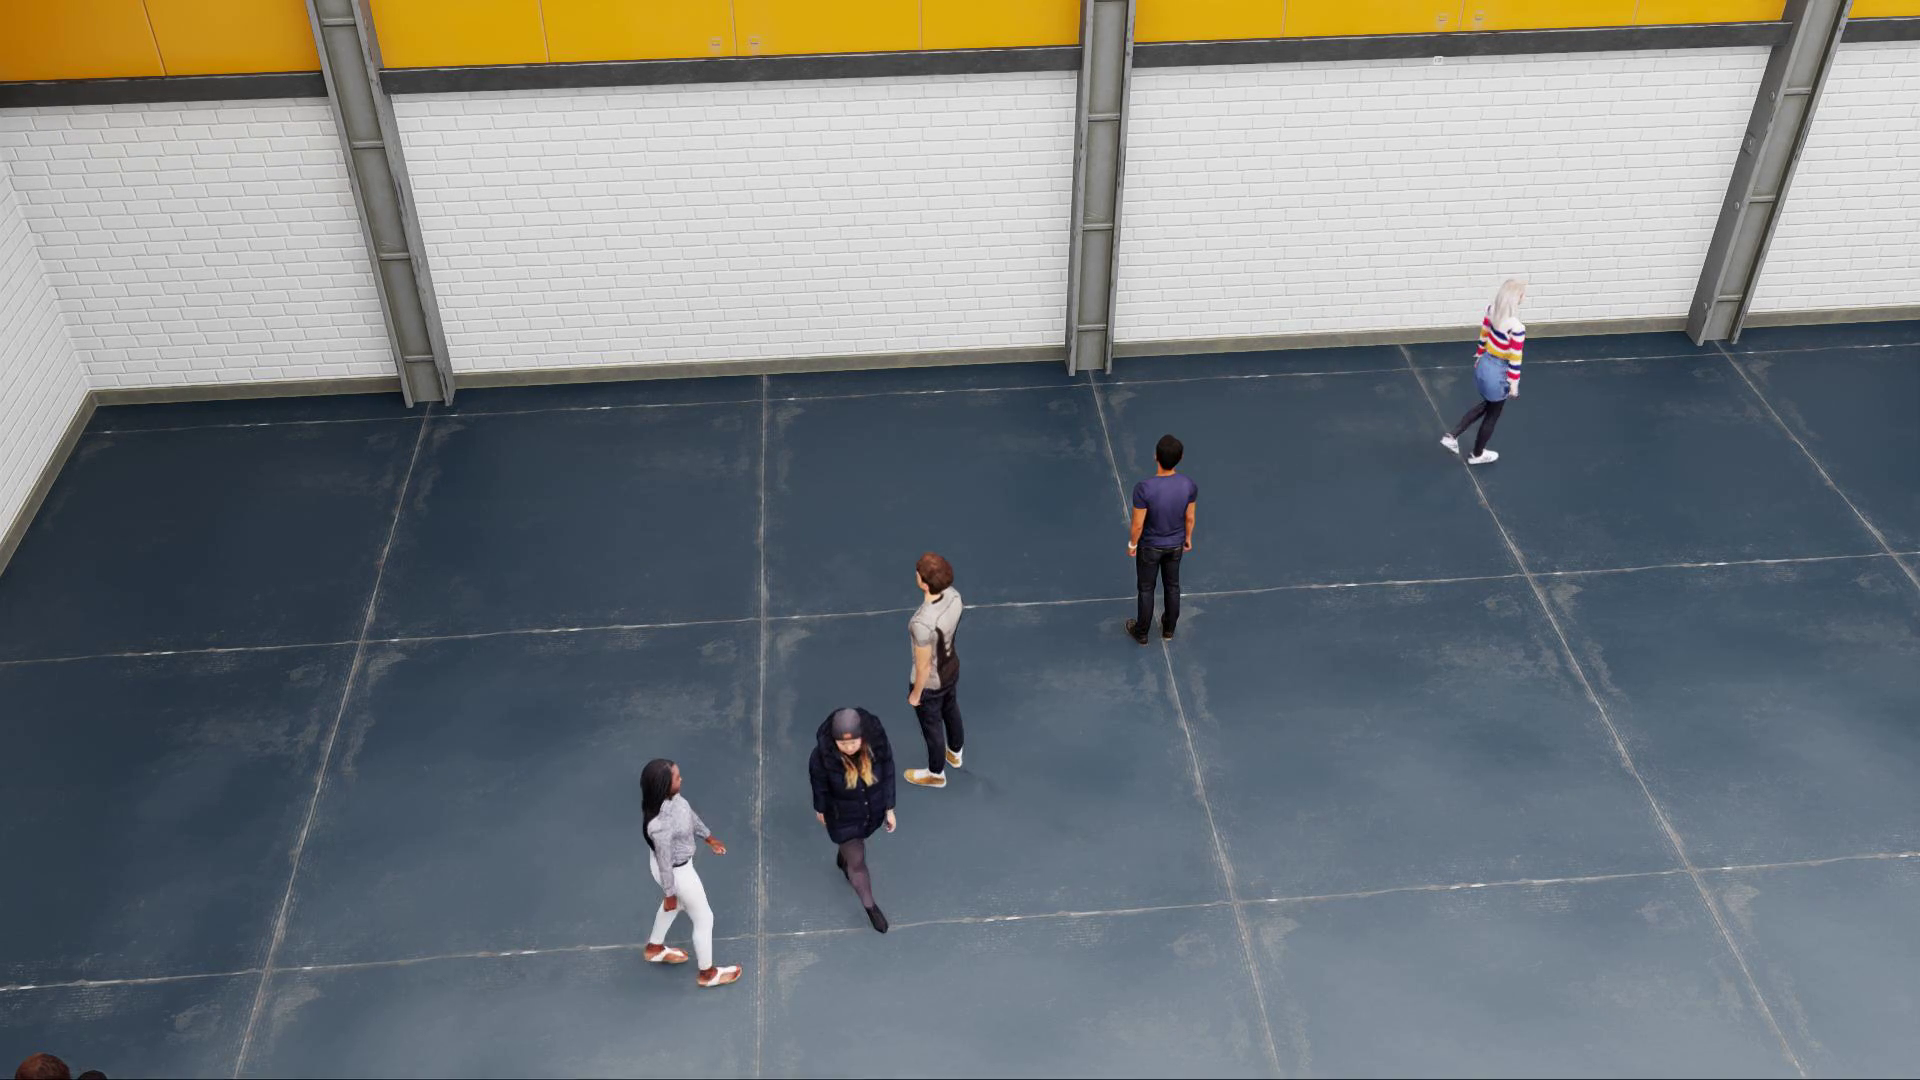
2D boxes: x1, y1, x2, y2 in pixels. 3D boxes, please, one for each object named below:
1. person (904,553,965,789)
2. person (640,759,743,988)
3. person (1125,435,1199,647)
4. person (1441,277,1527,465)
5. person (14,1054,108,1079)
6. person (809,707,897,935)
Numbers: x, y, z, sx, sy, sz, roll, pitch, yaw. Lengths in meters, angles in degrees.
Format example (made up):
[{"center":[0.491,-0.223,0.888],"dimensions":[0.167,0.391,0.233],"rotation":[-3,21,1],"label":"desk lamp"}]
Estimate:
[{"center":[-0.151,0.856,10.850],"dimensions":[0.739,1.892,0.725],"rotation":[19,42,22],"label":"person"},{"center":[-1.725,1.918,9.680],"dimensions":[0.804,1.693,0.619],"rotation":[-2,39,-2],"label":"person"},{"center":[1.449,0.015,11.982],"dimensions":[0.517,1.793,0.737],"rotation":[-9,40,-11],"label":"person"},{"center":[4.329,-1.353,13.692],"dimensions":[0.828,1.798,0.726],"rotation":[-10,40,-12],"label":"person"},{"center":[-4.150,3.100,8.066],"dimensions":[0.681,1.860,0.750],"rotation":[8,39,10],"label":"person"},{"center":[-0.678,1.557,10.175],"dimensions":[1.034,1.638,0.956],"rotation":[-18,42,-21],"label":"person"}]
